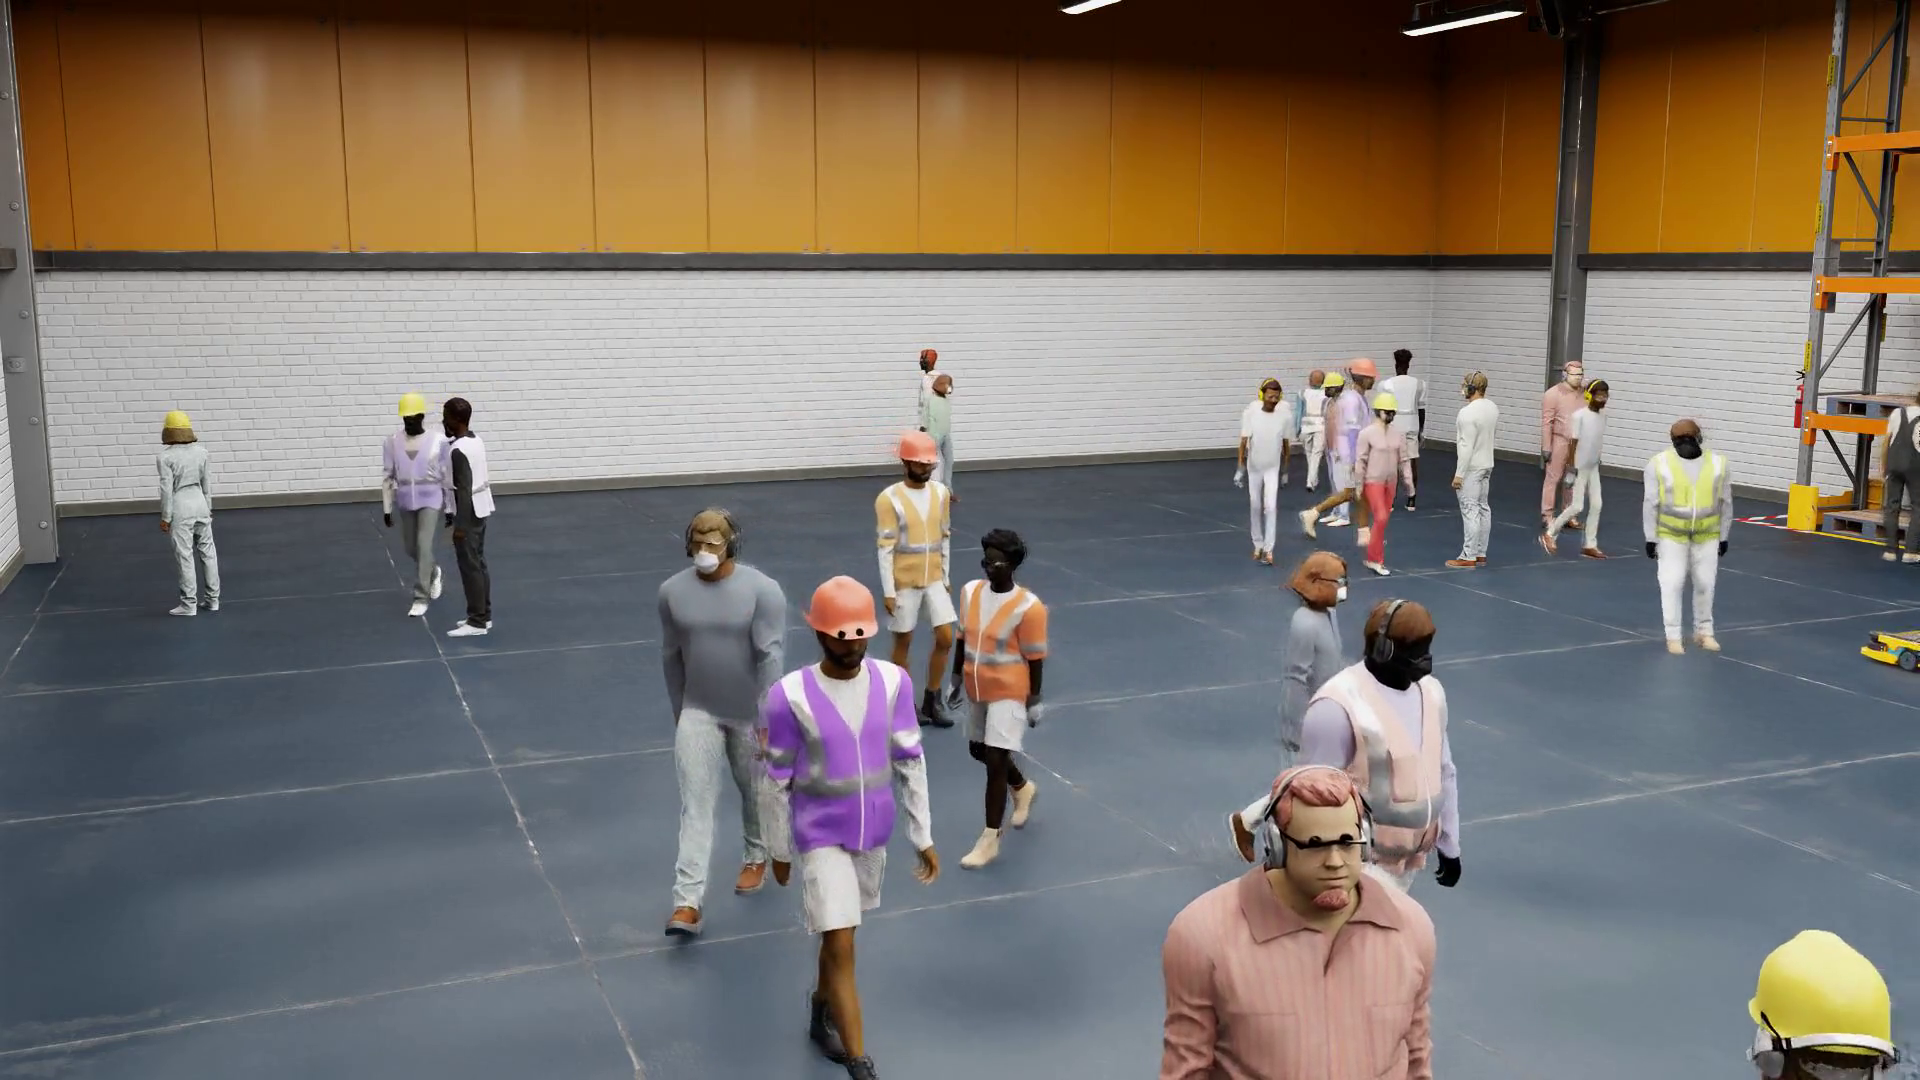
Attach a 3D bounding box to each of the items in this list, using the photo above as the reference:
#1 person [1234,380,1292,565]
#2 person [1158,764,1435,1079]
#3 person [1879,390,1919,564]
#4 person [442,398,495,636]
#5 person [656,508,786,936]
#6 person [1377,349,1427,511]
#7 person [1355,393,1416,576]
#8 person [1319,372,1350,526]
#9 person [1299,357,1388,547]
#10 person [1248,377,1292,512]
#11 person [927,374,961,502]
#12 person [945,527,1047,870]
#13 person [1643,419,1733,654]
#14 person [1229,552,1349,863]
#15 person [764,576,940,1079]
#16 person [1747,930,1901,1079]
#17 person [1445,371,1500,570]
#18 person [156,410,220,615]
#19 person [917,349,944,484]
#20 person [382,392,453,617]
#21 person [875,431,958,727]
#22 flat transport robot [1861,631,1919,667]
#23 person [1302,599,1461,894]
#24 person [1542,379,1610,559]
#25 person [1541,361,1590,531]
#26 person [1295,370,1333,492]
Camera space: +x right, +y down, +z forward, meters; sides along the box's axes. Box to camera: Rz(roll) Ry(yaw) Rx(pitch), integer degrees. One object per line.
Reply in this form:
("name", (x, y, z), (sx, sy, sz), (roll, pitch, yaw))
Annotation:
("person", (2.999, -0.660, 16.487), (0.538, 1.822, 0.945), (2, 10, 11))
("person", (0.750, 1.419, 3.648), (0.636, 1.911, 0.404), (-2, 10, -11))
("person", (9.444, -0.653, 16.539), (0.379, 1.806, 0.626), (-7, 12, -35))
("person", (-3.942, -0.181, 13.353), (0.386, 1.915, 0.620), (-1, 9, -5))
("person", (-1.088, 0.793, 7.525), (0.628, 1.882, 1.040), (1, 9, 9))
("person", (5.321, -1.328, 20.109), (0.608, 1.966, 0.372), (0, 9, -2))
("person", (4.106, -0.528, 15.946), (0.530, 1.745, 0.641), (-5, 10, -26))
("person", (4.269, -1.035, 18.985), (0.357, 1.757, 0.520), (0, 9, 0))
("person", (4.078, -0.922, 17.522), (0.832, 2.013, 0.607), (5, 11, 27))
("person", (3.778, -1.168, 20.223), (0.513, 1.606, 0.735), (4, 10, 21))
("person", (-0.298, -1.293, 20.961), (0.633, 1.612, 0.508), (7, 12, 37))
("person", (0.219, 0.750, 8.379), (0.744, 1.676, 0.539), (-9, 13, -44))
("person", (5.569, -0.026, 12.764), (0.672, 1.811, 0.478), (2, 10, 10))
("person", (1.651, 0.844, 8.014), (0.551, 1.619, 0.504), (5, 10, 26))
("person", (-0.362, 1.063, 5.888), (0.553, 1.879, 1.002), (-5, 11, -30))
("person", (1.532, 1.592, 3.019), (0.579, 1.779, 0.977), (1, 9, 3))
("person", (5.013, -0.679, 16.264), (0.373, 1.940, 0.629), (8, 12, 41))
("person", (-6.584, -0.231, 14.137), (0.310, 1.744, 0.486), (5, 11, 29))
("person", (-0.385, -1.538, 21.638), (0.356, 1.883, 0.573), (3, 10, 18))
("person", (-4.649, -0.337, 14.339), (0.595, 1.897, 0.852), (0, 9, 3))
("person", (-0.238, 0.269, 10.568), (0.580, 1.917, 0.607), (-6, 11, -32))
("flat transport robot", (7.333, 0.864, 11.954), (0.652, 0.197, 1.431), (-4, 10, -20))
("person", (1.548, 1.111, 5.795), (0.647, 1.806, 0.896), (-7, 12, -38))
("person", (6.300, -0.731, 16.913), (0.598, 1.836, 0.634), (-6, 11, -30))
("person", (6.801, -1.045, 18.589), (0.651, 1.904, 0.402), (-3, 10, -18))
("person", (4.685, -1.439, 21.907), (0.532, 1.596, 0.861), (5, 10, 26))
